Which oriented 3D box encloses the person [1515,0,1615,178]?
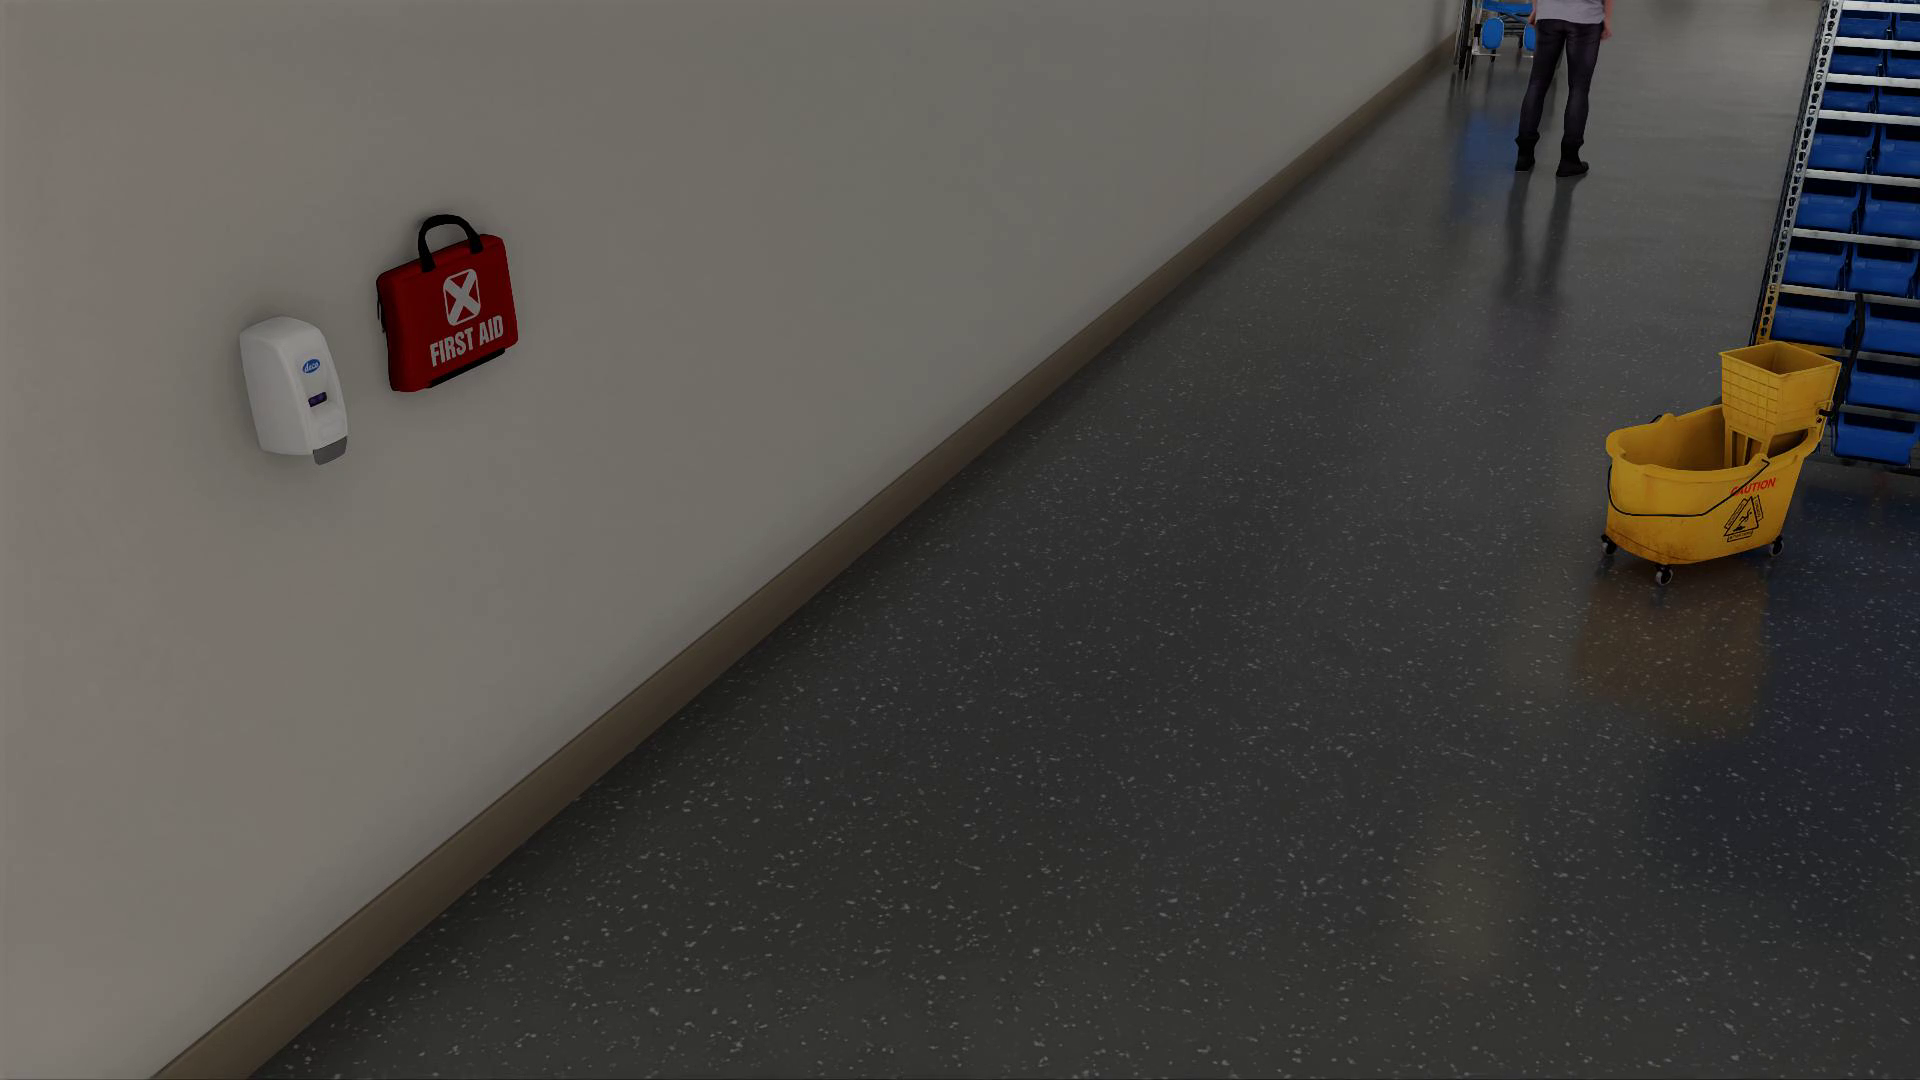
[{"bbox_3d":[3.696,-3.161,10.106,0.588,1.832,0.771,18,31,33],"label":"person"}]
